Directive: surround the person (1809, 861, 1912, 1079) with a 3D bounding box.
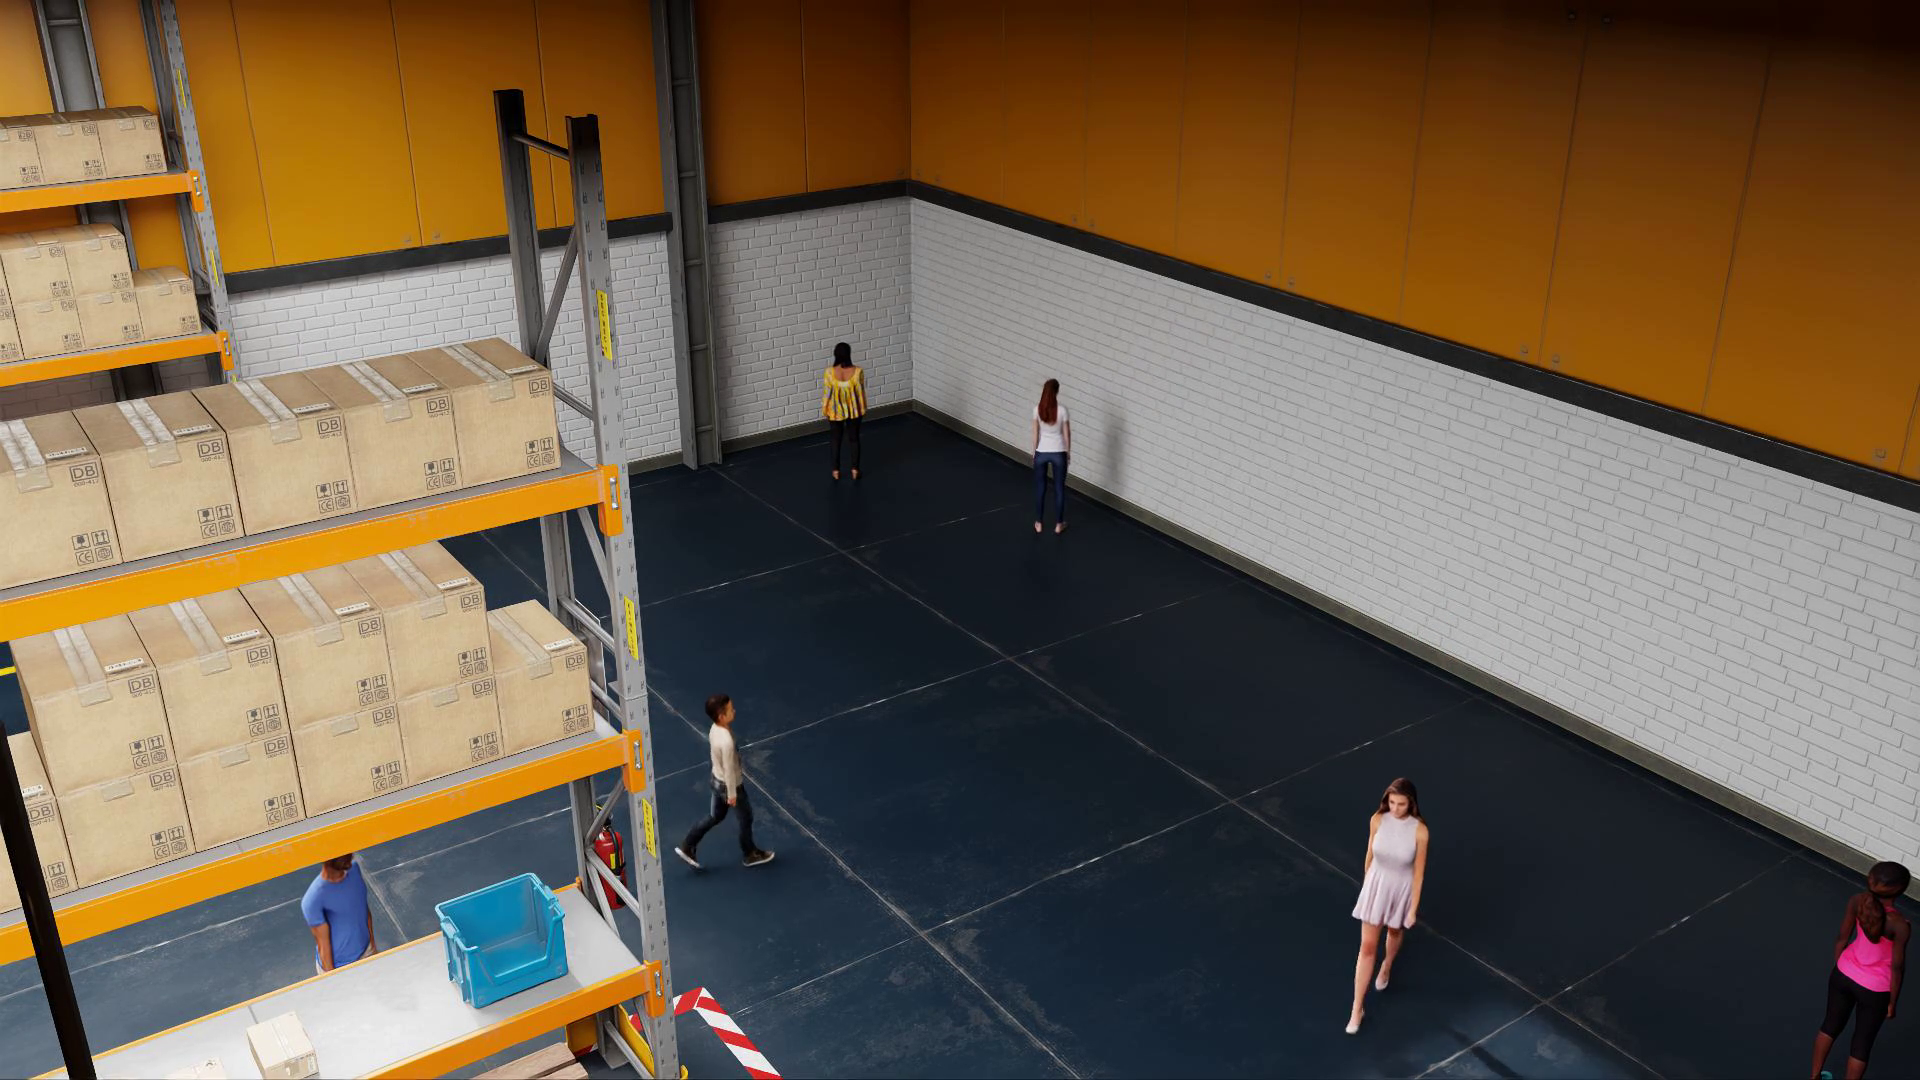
[{"bbox_3d":[5.369,2.646,9.907,0.574,1.724,0.589,-12,26,-25],"label":"person"}]

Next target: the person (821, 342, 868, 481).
[{"bbox_3d":[-1.354,-1.509,19.504,0.860,1.652,0.929,-1,24,-3],"label":"person"}]

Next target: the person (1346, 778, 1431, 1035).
[{"bbox_3d":[2.820,2.271,10.766,0.897,1.723,1.162,12,26,26],"label":"person"}]

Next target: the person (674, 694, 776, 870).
[{"bbox_3d":[-1.778,1.801,12.191,1.003,1.443,0.682,-10,25,-21],"label":"person"}]

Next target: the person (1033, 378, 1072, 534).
[{"bbox_3d":[0.976,-0.912,18.027,0.645,1.739,0.710,3,24,7],"label":"person"}]
